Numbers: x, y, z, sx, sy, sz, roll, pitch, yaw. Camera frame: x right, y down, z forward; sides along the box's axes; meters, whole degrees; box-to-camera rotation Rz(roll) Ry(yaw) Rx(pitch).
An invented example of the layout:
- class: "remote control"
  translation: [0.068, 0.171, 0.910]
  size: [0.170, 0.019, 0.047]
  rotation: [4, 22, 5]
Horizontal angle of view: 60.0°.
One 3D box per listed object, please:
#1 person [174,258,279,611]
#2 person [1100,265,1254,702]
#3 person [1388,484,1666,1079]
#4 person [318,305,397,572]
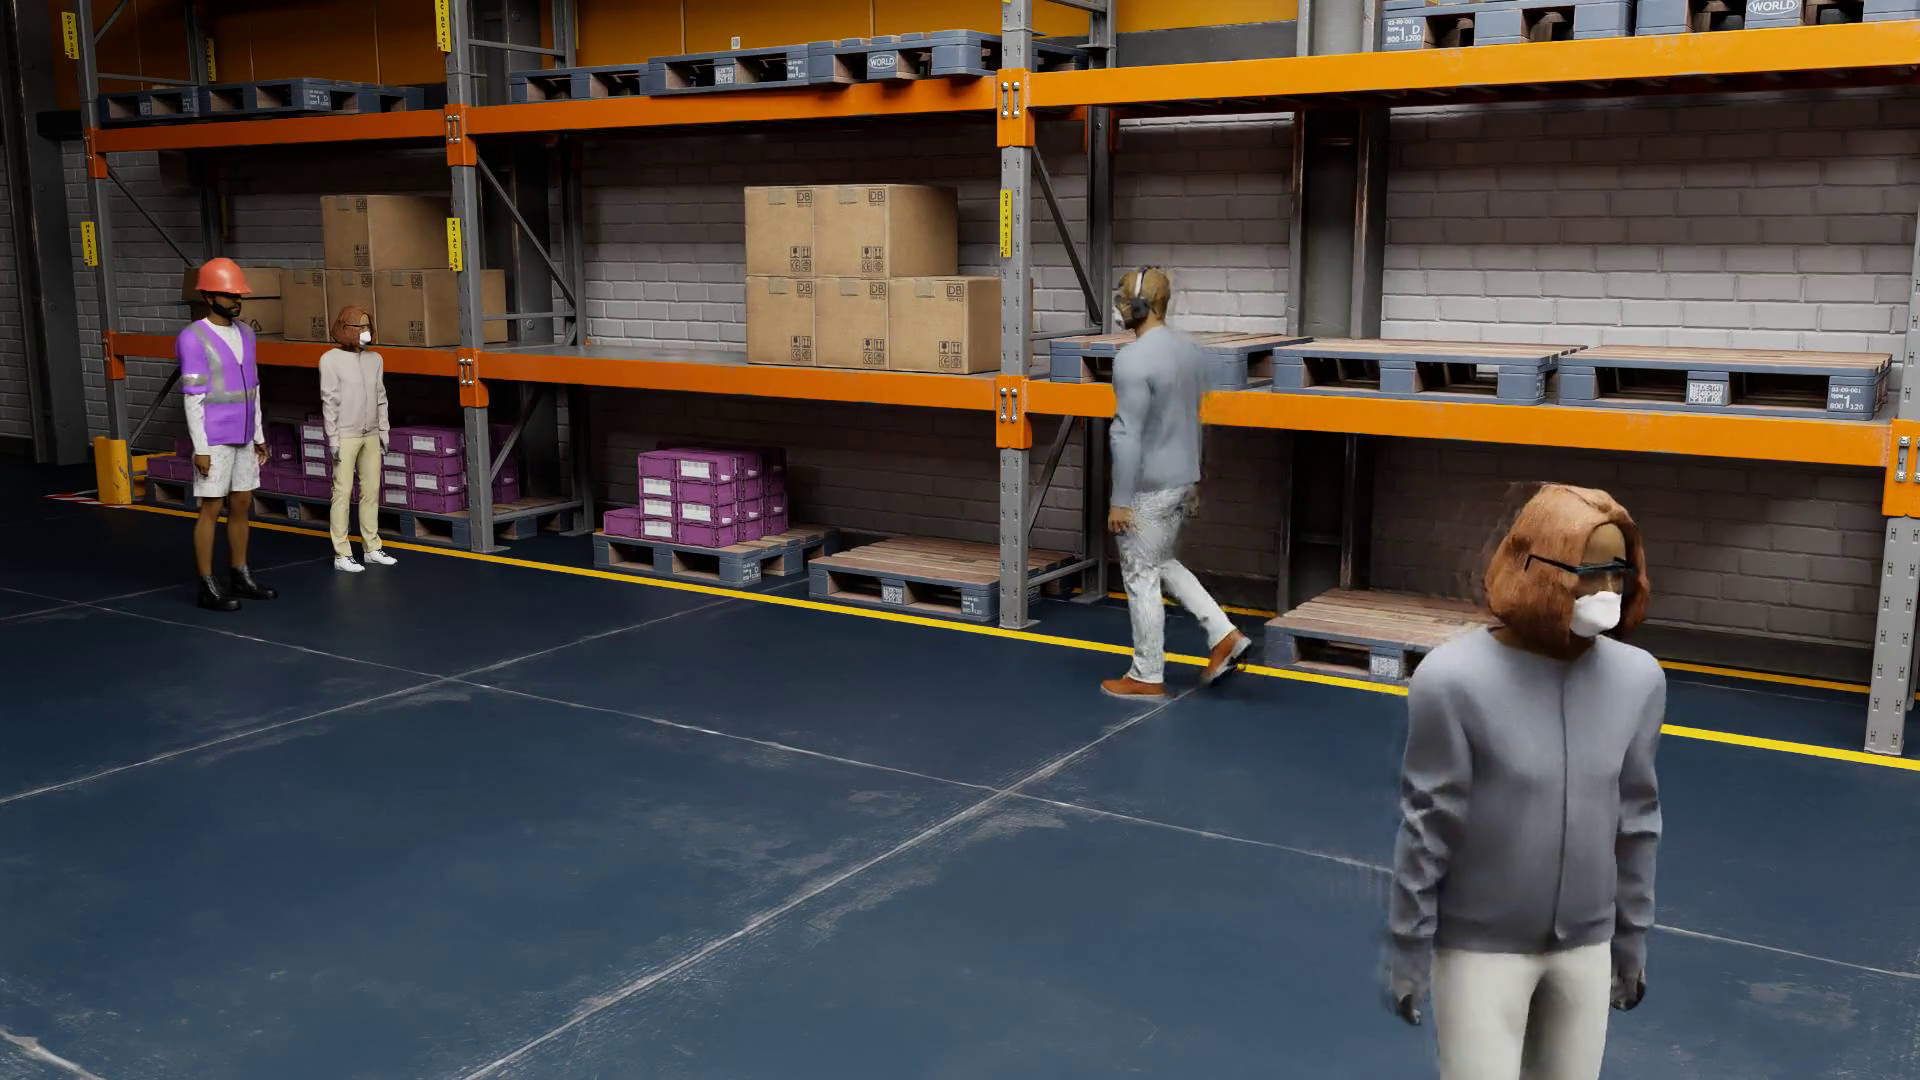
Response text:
- class: "person"
  translation: [-4.008, -0.574, 9.143]
  size: [0.409, 1.930, 0.547]
  rotation: [3, 11, 16]
- class: "person"
  translation: [0.920, -0.224, 7.223]
  size: [0.570, 1.925, 0.641]
  rotation: [6, 12, 29]
- class: "person"
  translation: [0.967, 0.697, 2.896]
  size: [0.507, 1.621, 0.412]
  rotation: [-3, 11, -16]
- class: "person"
  translation: [-3.710, -0.623, 10.238]
  size: [0.277, 1.629, 0.496]
  rotation: [5, 11, 27]
